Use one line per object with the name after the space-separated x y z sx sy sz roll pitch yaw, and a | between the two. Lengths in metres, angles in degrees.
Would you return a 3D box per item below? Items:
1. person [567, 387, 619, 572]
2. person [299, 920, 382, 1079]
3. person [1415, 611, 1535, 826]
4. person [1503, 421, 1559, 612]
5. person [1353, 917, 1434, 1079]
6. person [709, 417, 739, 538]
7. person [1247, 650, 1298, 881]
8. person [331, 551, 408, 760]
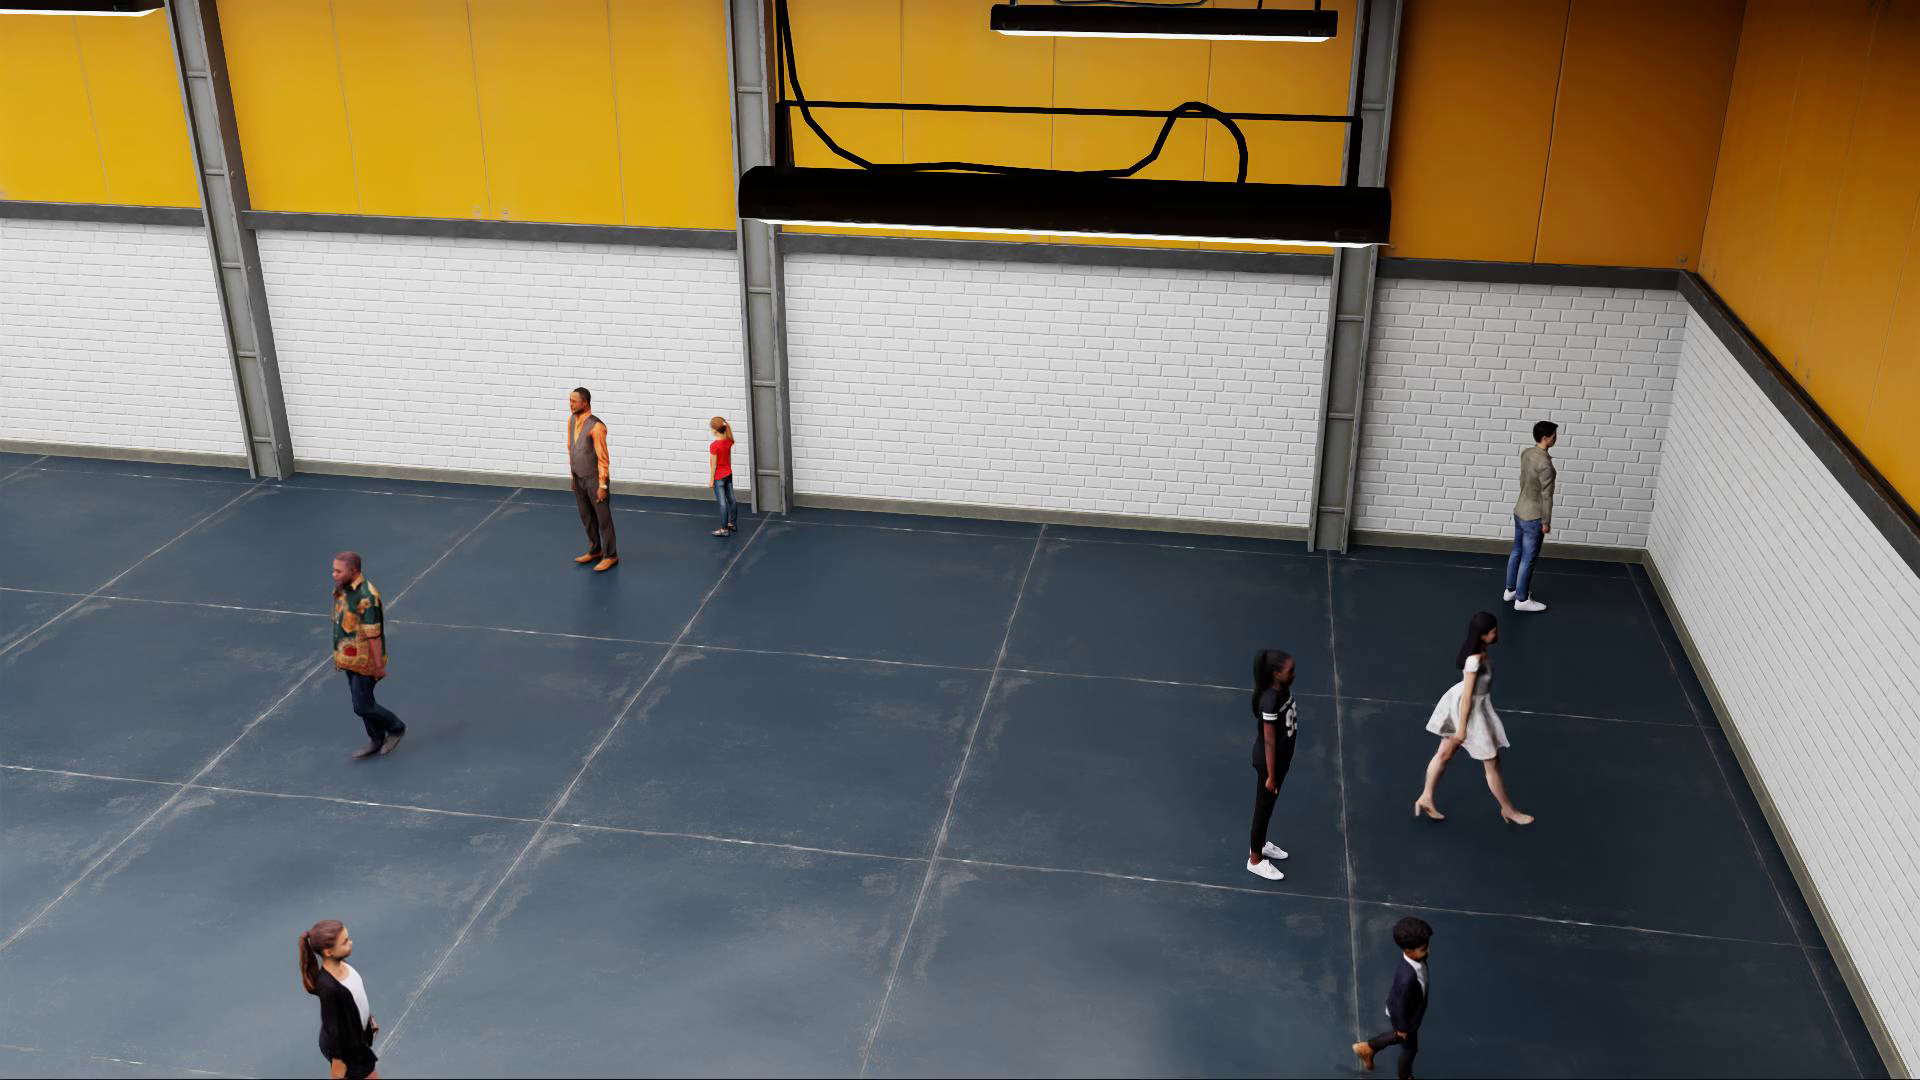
-3.676 -0.620 16.604 0.748 1.906 0.860 19 30 37 | person
-3.486 2.789 9.253 0.748 1.549 0.680 -4 24 -9 | person
3.673 1.336 12.334 1.100 1.742 0.692 6 24 14 | person
5.417 -0.242 15.788 0.700 1.868 0.767 -3 24 -6 | person
2.586 2.733 9.798 0.766 1.215 0.602 10 26 22 | person
-2.488 -0.674 17.476 0.582 1.307 0.550 13 27 28 | person
2.218 1.567 11.820 0.624 1.731 0.642 8 25 17 | person
-4.702 0.901 13.263 0.894 1.796 0.824 -20 31 -38 | person
